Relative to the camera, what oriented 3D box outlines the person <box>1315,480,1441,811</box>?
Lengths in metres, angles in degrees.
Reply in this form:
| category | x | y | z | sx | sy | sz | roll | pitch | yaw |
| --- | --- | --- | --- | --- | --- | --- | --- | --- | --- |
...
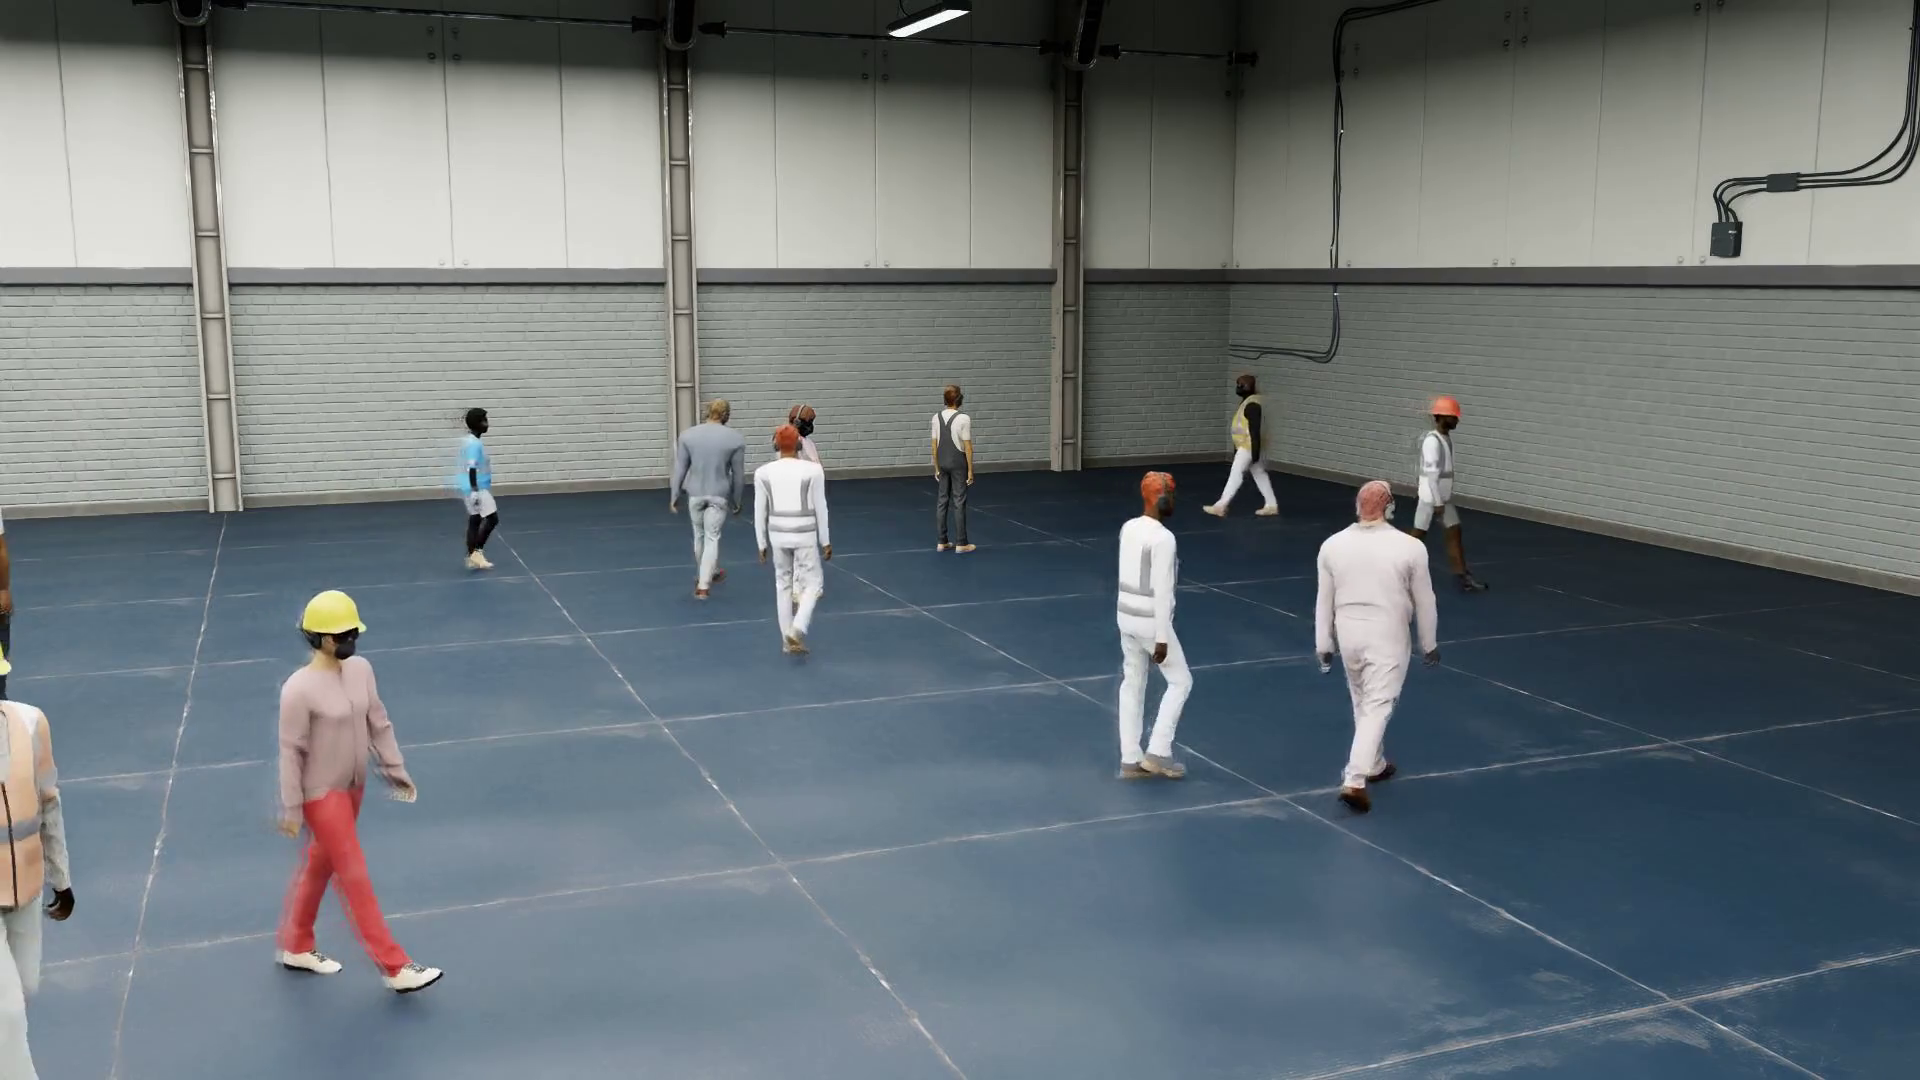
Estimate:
| category | x | y | z | sx | sy | sz | roll | pitch | yaw |
| --- | --- | --- | --- | --- | --- | --- | --- | --- | --- |
| person | 2.375 | 0.588 | 9.608 | 0.654 | 1.866 | 0.988 | 7 | 11 | 38 |

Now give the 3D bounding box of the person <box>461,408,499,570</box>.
| category | x | y | z | sx | sy | sz | roll | pitch | yaw |
| --- | --- | --- | --- | --- | --- | --- | --- | --- | --- |
| person | -4.917 | -0.518 | 17.057 | 0.397 | 1.681 | 0.556 | -2 | 9 | -14 |

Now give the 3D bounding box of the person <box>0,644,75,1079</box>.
| category | x | y | z | sx | sy | sz | roll | pitch | yaw |
| --- | --- | --- | --- | --- | --- | --- | --- | --- | --- |
| person | -3.392 | 1.185 | 5.722 | 0.828 | 1.898 | 0.593 | 4 | 10 | 22 |

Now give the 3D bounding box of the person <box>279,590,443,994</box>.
| category | x | y | z | sx | sy | sz | roll | pitch | yaw |
| --- | --- | --- | --- | --- | --- | --- | --- | --- | --- |
| person | -2.570 | 1.062 | 7.038 | 0.896 | 1.720 | 0.541 | 2 | 9 | 14 |

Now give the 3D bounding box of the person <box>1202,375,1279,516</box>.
| category | x | y | z | sx | sy | sz | roll | pitch | yaw |
| --- | --- | --- | --- | --- | --- | --- | --- | --- | --- |
| person | 3.597 | -1.186 | 20.960 | 0.980 | 1.787 | 0.652 | 1 | 9 | 6 |

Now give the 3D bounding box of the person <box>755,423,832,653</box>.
| category | x | y | z | sx | sy | sz | roll | pitch | yaw |
| --- | --- | --- | --- | --- | --- | --- | --- | --- | --- |
| person | -1.327 | 0.002 | 13.231 | 0.626 | 1.871 | 0.574 | 2 | 9 | 11 |

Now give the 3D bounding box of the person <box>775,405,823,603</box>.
| category | x | y | z | sx | sy | sz | roll | pitch | yaw |
| --- | --- | --- | --- | --- | --- | --- | --- | --- | --- |
| person | -1.480 | -0.340 | 15.495 | 0.429 | 1.838 | 0.622 | 2 | 9 | 10 |

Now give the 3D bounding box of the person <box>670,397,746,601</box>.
| category | x | y | z | sx | sy | sz | roll | pitch | yaw |
| --- | --- | --- | --- | --- | --- | --- | --- | --- | --- |
| person | -2.367 | -0.398 | 15.726 | 0.716 | 1.880 | 0.881 | 1 | 9 | 6 |

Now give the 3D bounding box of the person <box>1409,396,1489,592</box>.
| category | x | y | z | sx | sy | sz | roll | pitch | yaw |
| --- | --- | --- | --- | --- | --- | --- | --- | --- | --- |
| person | 4.573 | -0.446 | 16.019 | 1.007 | 1.889 | 0.564 | 6 | 11 | 35 |

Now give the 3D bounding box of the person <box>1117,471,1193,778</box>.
| category | x | y | z | sx | sy | sz | roll | pitch | yaw |
| --- | --- | --- | --- | --- | --- | --- | --- | --- | --- |
| person | 1.176 | 0.517 | 10.008 | 0.512 | 1.865 | 0.569 | -5 | 10 | -27 |

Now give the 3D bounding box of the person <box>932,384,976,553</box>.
| category | x | y | z | sx | sy | sz | roll | pitch | yaw |
| --- | --- | --- | --- | --- | --- | --- | --- | --- | --- |
| person | -0.069 | -0.778 | 18.213 | 0.507 | 1.846 | 0.344 | 6 | 11 | 32 |

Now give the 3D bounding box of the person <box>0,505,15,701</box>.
| category | x | y | z | sx | sy | sz | roll | pitch | yaw |
| --- | --- | --- | --- | --- | --- | --- | --- | --- | --- |
| person | -6.552 | 0.281 | 10.951 | 0.698 | 2.000 | 0.535 | 0 | 9 | 1 |
